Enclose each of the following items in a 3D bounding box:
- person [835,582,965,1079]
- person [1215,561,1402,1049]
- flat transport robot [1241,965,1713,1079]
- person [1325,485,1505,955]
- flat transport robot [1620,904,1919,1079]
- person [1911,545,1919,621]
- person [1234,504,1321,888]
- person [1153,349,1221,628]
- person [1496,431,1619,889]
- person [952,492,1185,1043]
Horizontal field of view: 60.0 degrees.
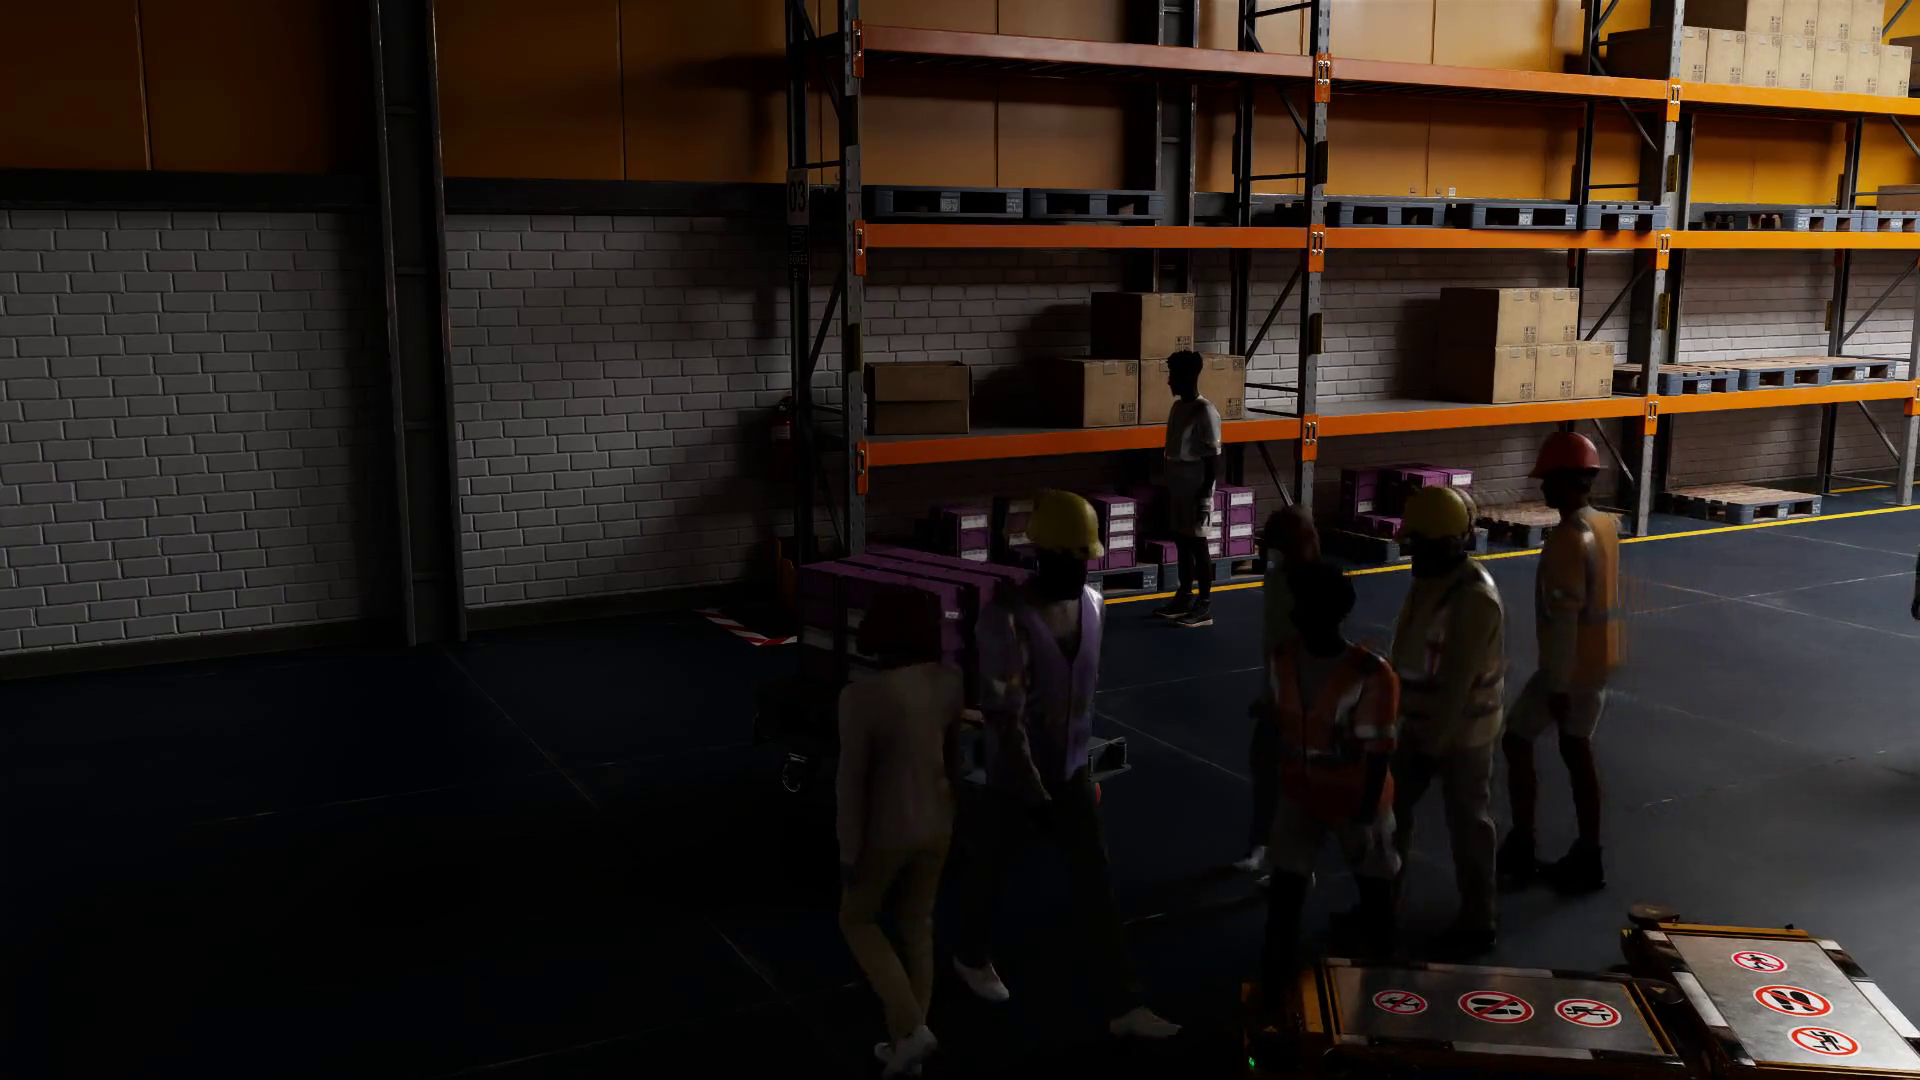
[{"bbox_3d":[-0.181,0.941,5.288,0.508,1.610,0.392,-7,12,-37],"label":"person"},{"bbox_3d":[1.233,0.875,5.559,0.544,1.639,0.903,10,14,44],"label":"person"},{"bbox_3d":[1.639,1.593,5.364,1.431,0.197,0.652,1,10,8],"label":"flat transport robot"},{"bbox_3d":[1.710,0.683,6.204,0.727,1.793,0.597,-1,10,-7],"label":"person"},{"bbox_3d":[2.701,1.571,5.487,0.652,0.197,1.431,1,10,8],"label":"flat transport robot"},{"bbox_3d":[5.183,0.310,8.528,0.695,1.741,0.529,-9,14,-43],"label":"person"},{"bbox_3d":[1.321,0.659,6.911,0.428,1.615,0.520,-3,10,-18],"label":"person"},{"bbox_3d":[1.615,-0.366,11.767,0.364,1.962,0.611,-3,10,-18],"label":"person"},{"bbox_3d":[2.462,0.502,6.950,0.654,1.906,0.577,9,13,41],"label":"person"},{"bbox_3d":[0.296,0.757,5.616,0.582,1.872,1.031,-7,12,-37],"label":"person"}]
